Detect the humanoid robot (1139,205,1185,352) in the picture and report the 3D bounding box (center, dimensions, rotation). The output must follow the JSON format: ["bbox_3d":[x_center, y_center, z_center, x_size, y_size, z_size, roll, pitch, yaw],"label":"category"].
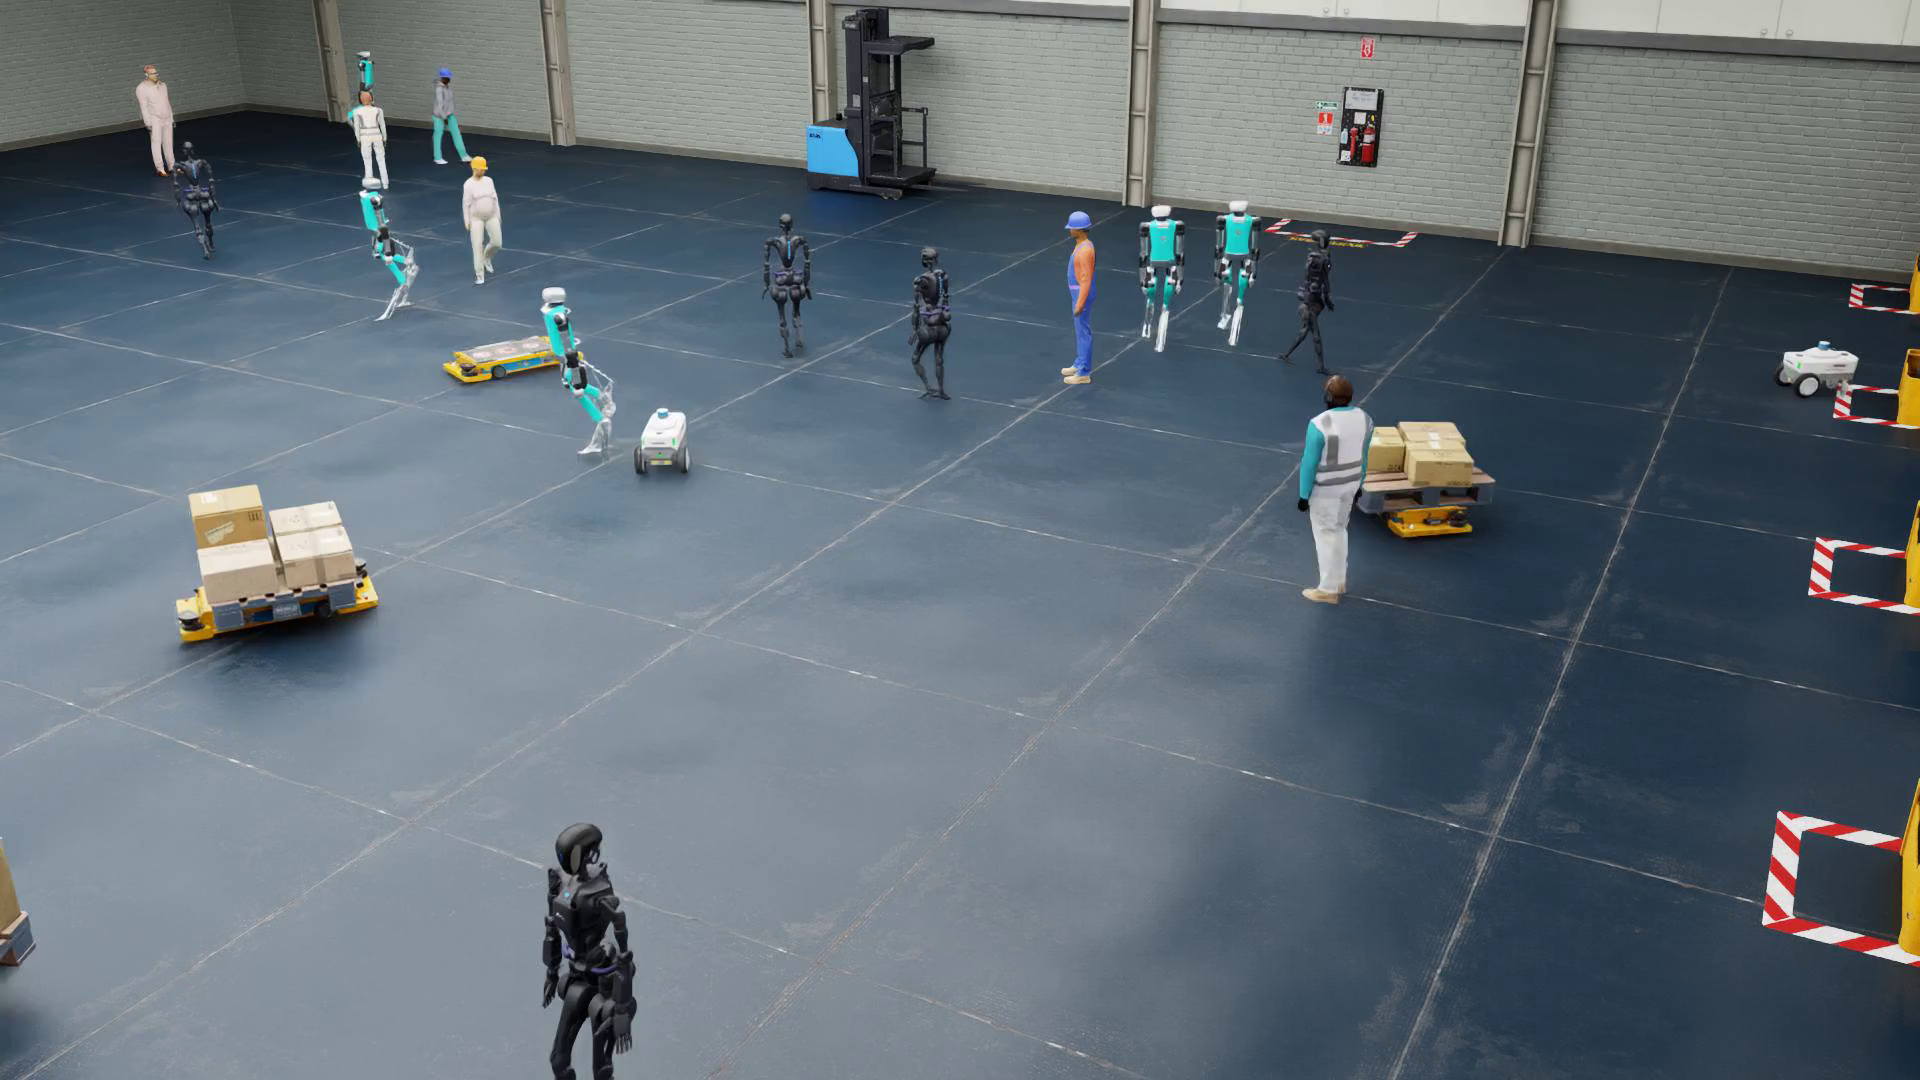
[{"bbox_3d":[2.329,-3.106,19.618,0.558,1.823,0.855,0,23,-1],"label":"humanoid robot"}]

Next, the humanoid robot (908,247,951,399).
[{"bbox_3d":[-0.293,-2.309,17.753,0.368,1.644,0.589,18,29,35],"label":"humanoid robot"}]

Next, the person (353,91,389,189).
[{"bbox_3d":[-9.961,-6.759,28.171,0.507,1.627,0.318,-11,26,-24],"label":"person"}]

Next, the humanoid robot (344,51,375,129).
[{"bbox_3d":[-11.632,-8.565,32.152,0.722,1.717,0.548,1,23,3],"label":"humanoid robot"}]

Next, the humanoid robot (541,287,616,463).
[{"bbox_3d":[-3.574,-1.532,16.001,0.766,1.872,0.530,-12,26,-25],"label":"humanoid robot"}]

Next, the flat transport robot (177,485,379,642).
[{"bbox_3d":[-5.352,0.480,13.046,1.431,0.231,0.659,-11,26,-24],"label":"flat transport robot"}]

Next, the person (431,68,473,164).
[{"bbox_3d":[-9.281,-7.683,30.190,0.832,1.725,0.519,7,24,16],"label":"person"}]

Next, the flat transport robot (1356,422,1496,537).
[{"bbox_3d":[4.011,-0.384,15.057,0.659,0.231,1.431,-4,24,-10],"label":"flat transport robot"}]

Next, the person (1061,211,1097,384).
[{"bbox_3d":[1.320,-2.667,18.303,0.370,1.903,0.521,0,23,1],"label":"person"}]

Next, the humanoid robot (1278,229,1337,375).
[{"bbox_3d":[3.992,-2.706,18.751,0.789,1.632,0.595,16,28,33],"label":"humanoid robot"}]

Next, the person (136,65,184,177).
[{"bbox_3d":[-14.065,-7.367,29.243,0.412,1.908,0.640,8,25,18],"label":"person"}]

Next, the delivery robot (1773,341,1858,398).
[{"bbox_3d":[9.346,-1.861,18.135,0.767,0.596,0.524,-2,23,-5],"label":"delivery robot"}]

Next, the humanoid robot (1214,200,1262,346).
[{"bbox_3d":[3.317,-3.261,19.981,0.529,1.762,1.012,4,24,9],"label":"humanoid robot"}]

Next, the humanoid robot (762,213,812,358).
[{"bbox_3d":[-2.007,-2.954,19.260,0.587,1.647,0.376,-8,25,-18],"label":"humanoid robot"}]

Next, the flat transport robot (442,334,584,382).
[{"bbox_3d":[-5.104,-2.079,19.004,1.431,0.231,0.659,-17,29,-34],"label":"flat transport robot"}]

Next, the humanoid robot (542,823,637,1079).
[{"bbox_3d":[-1.696,2.062,7.586,0.603,1.654,0.422,18,29,35],"label":"humanoid robot"}]

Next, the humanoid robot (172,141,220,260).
[{"bbox_3d":[-10.937,-4.863,23.739,0.601,1.630,0.715,-17,29,-35],"label":"humanoid robot"}]

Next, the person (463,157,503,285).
[{"bbox_3d":[-6.466,-4.339,22.467,0.537,1.680,0.450,-15,27,-31],"label":"person"}]

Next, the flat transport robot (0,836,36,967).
[{"bbox_3d":[-5.541,2.449,8.462,0.659,0.231,1.431,1,23,2],"label":"flat transport robot"}]

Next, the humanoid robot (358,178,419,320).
[{"bbox_3d":[-7.083,-3.658,20.844,0.828,1.799,0.543,-17,29,-35],"label":"humanoid robot"}]

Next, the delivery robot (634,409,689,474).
[{"bbox_3d":[-2.856,-0.961,16.049,0.499,0.603,0.803,0,23,-1],"label":"delivery robot"}]

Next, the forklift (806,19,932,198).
[{"bbox_3d":[-1.573,-7.292,27.850,1.873,2.768,1.129,12,26,25],"label":"forklift"}]

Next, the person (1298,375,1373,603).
[{"bbox_3d":[2.953,-0.396,13.147,0.661,1.817,0.490,-15,27,-31],"label":"person"}]
